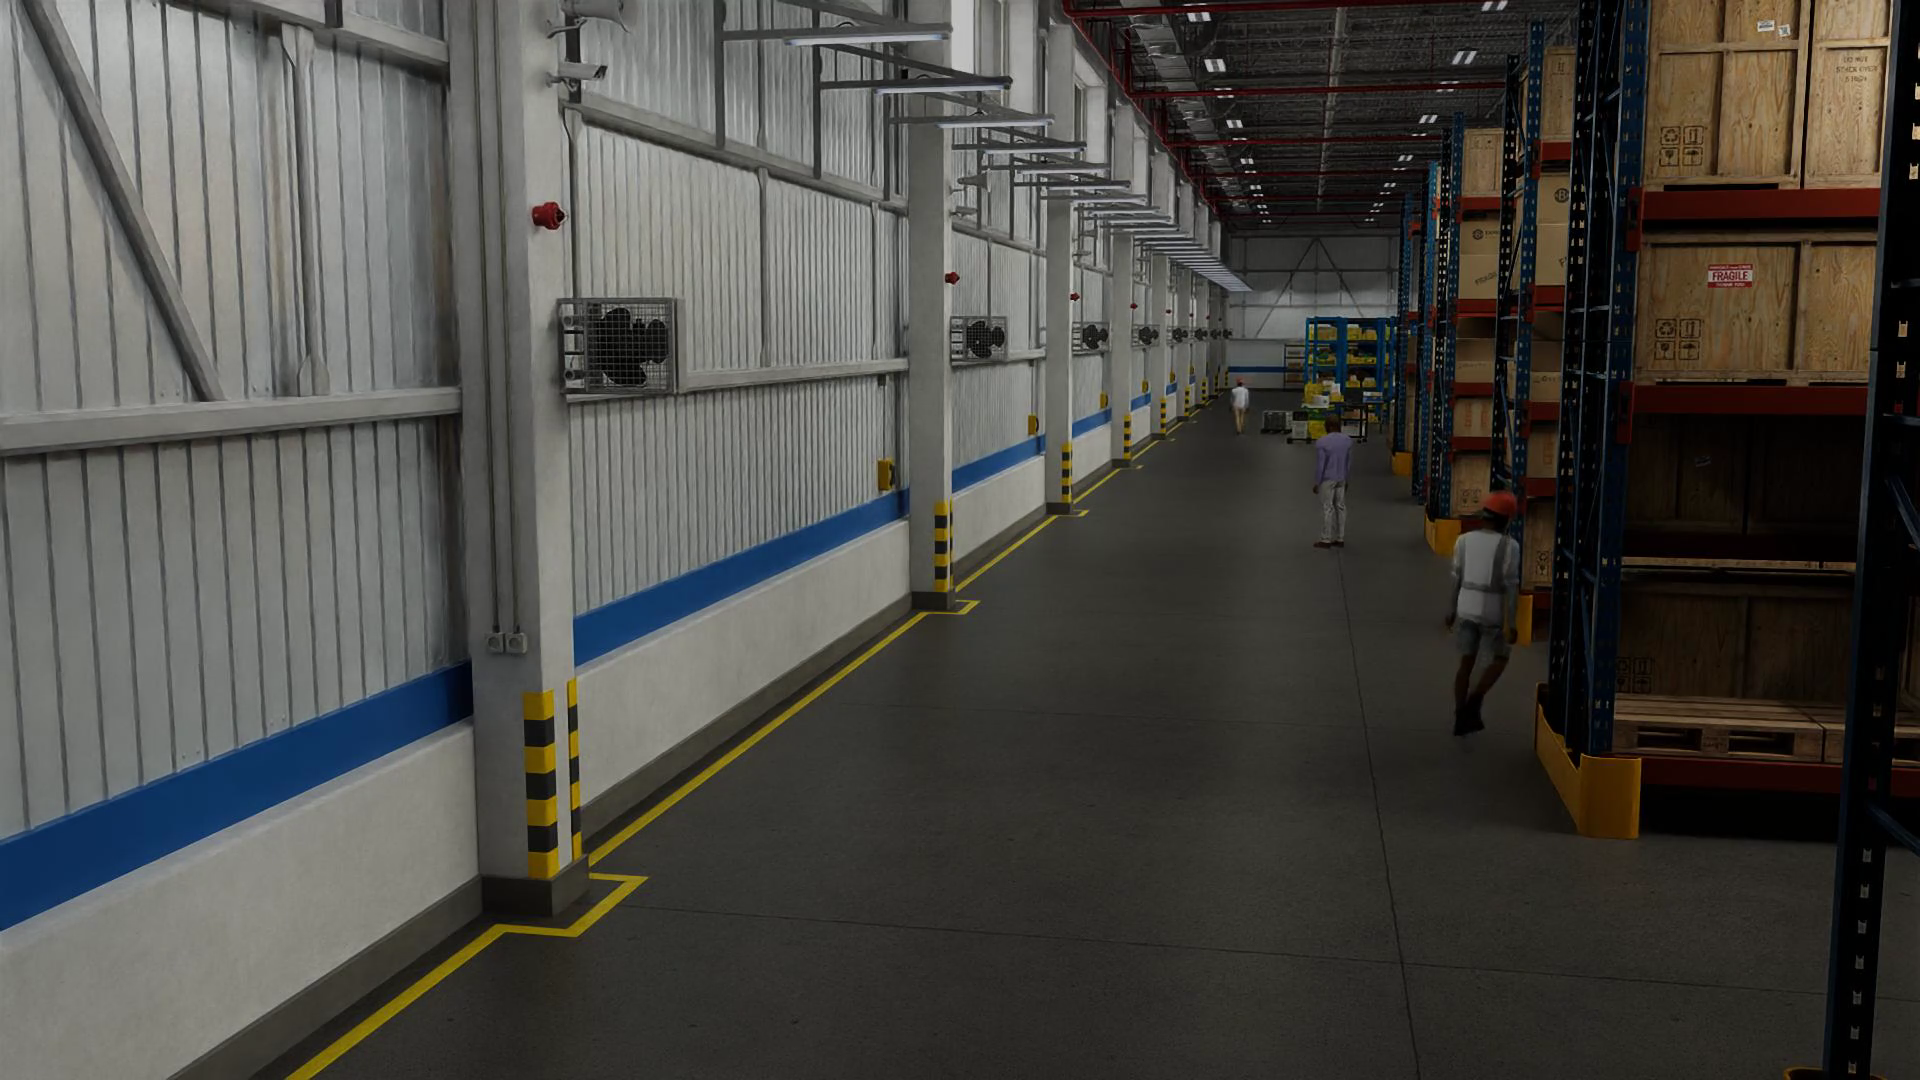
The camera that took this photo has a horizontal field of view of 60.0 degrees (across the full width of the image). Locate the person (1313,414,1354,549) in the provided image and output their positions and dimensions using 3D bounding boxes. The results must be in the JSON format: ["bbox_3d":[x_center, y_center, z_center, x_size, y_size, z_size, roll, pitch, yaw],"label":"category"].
[{"bbox_3d":[5.330,-0.838,23.837,0.629,1.940,0.372,-4,8,-27],"label":"person"}]

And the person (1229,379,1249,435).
[{"bbox_3d":[8.492,-4.053,50.553,0.553,1.706,0.914,0,7,-4],"label":"person"}]

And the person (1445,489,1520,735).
[{"bbox_3d":[4.008,0.561,12.741,0.445,1.909,0.665,-6,10,-41],"label":"person"}]
